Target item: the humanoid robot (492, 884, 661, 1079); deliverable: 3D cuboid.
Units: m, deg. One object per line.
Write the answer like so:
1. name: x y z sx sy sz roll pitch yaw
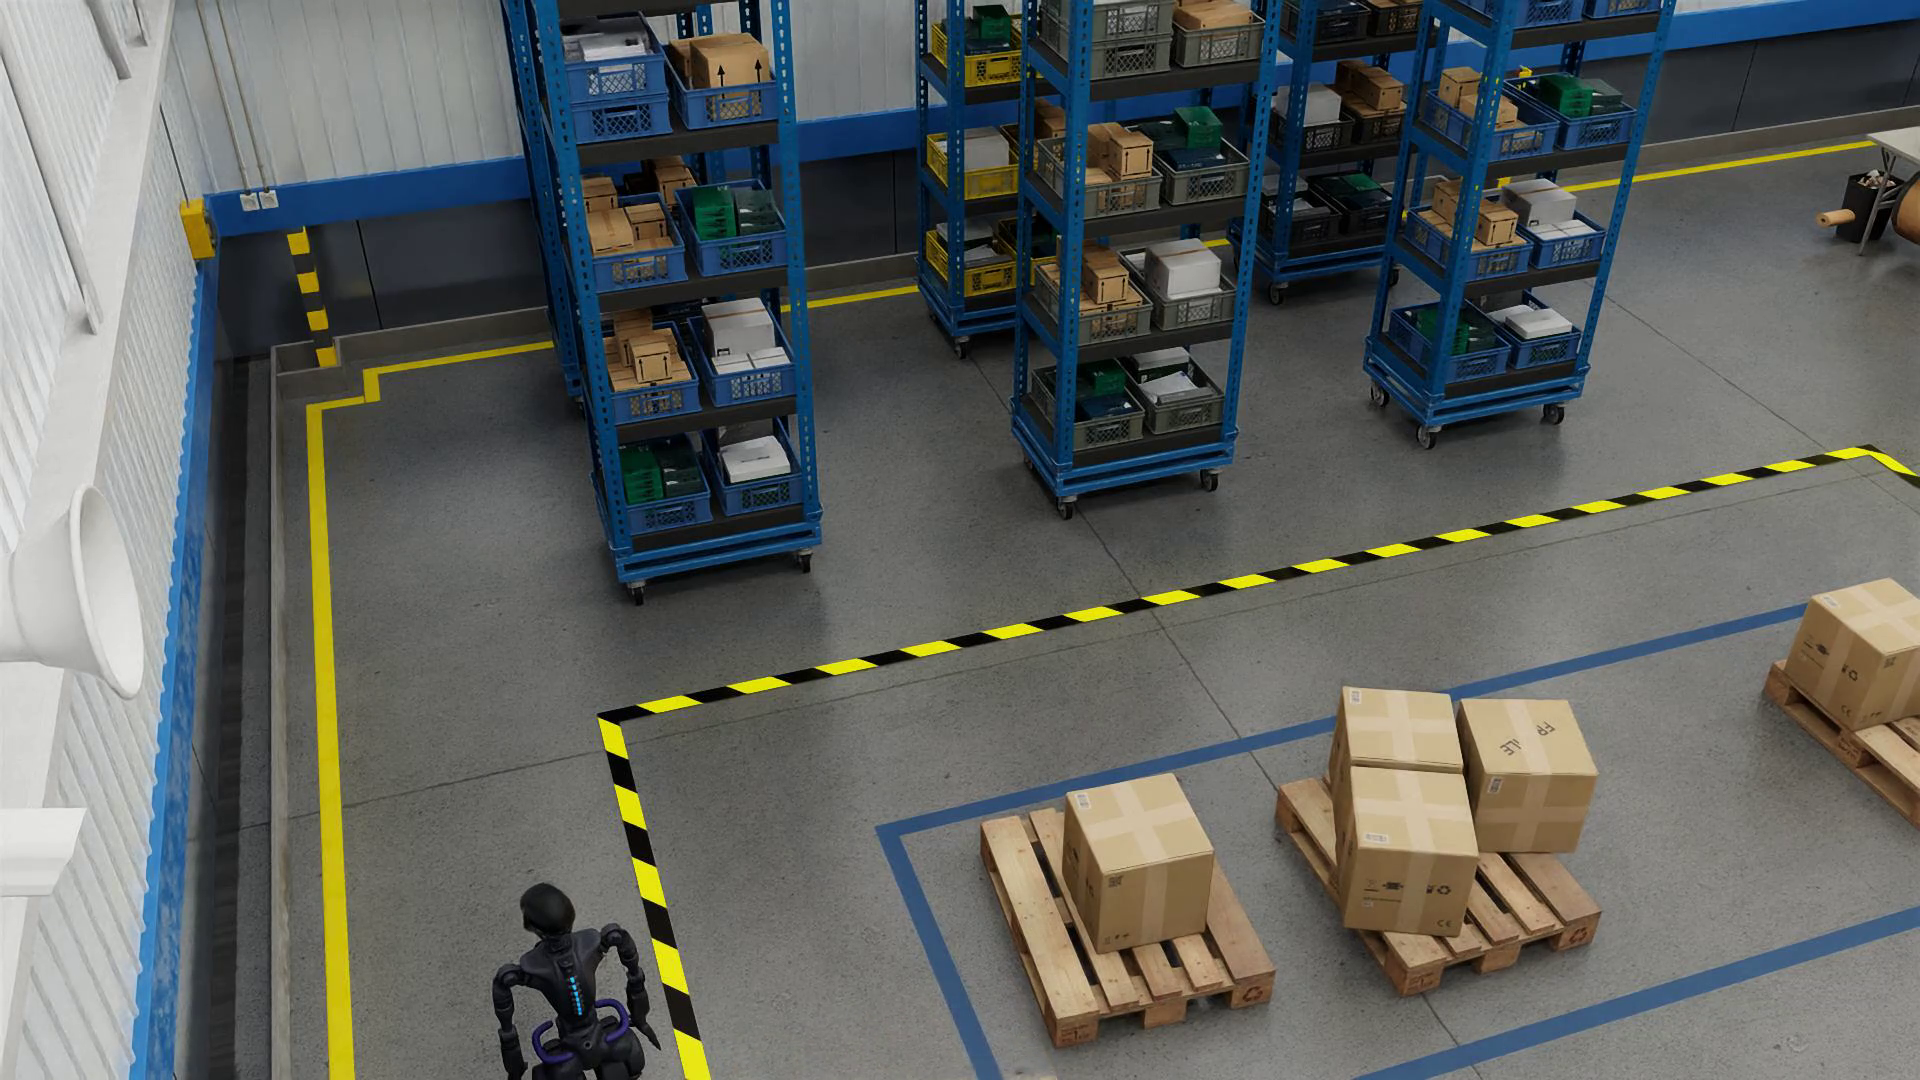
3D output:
1. humanoid robot: -1.402 1.889 6.139 0.599 1.659 0.315 -18 39 -23
